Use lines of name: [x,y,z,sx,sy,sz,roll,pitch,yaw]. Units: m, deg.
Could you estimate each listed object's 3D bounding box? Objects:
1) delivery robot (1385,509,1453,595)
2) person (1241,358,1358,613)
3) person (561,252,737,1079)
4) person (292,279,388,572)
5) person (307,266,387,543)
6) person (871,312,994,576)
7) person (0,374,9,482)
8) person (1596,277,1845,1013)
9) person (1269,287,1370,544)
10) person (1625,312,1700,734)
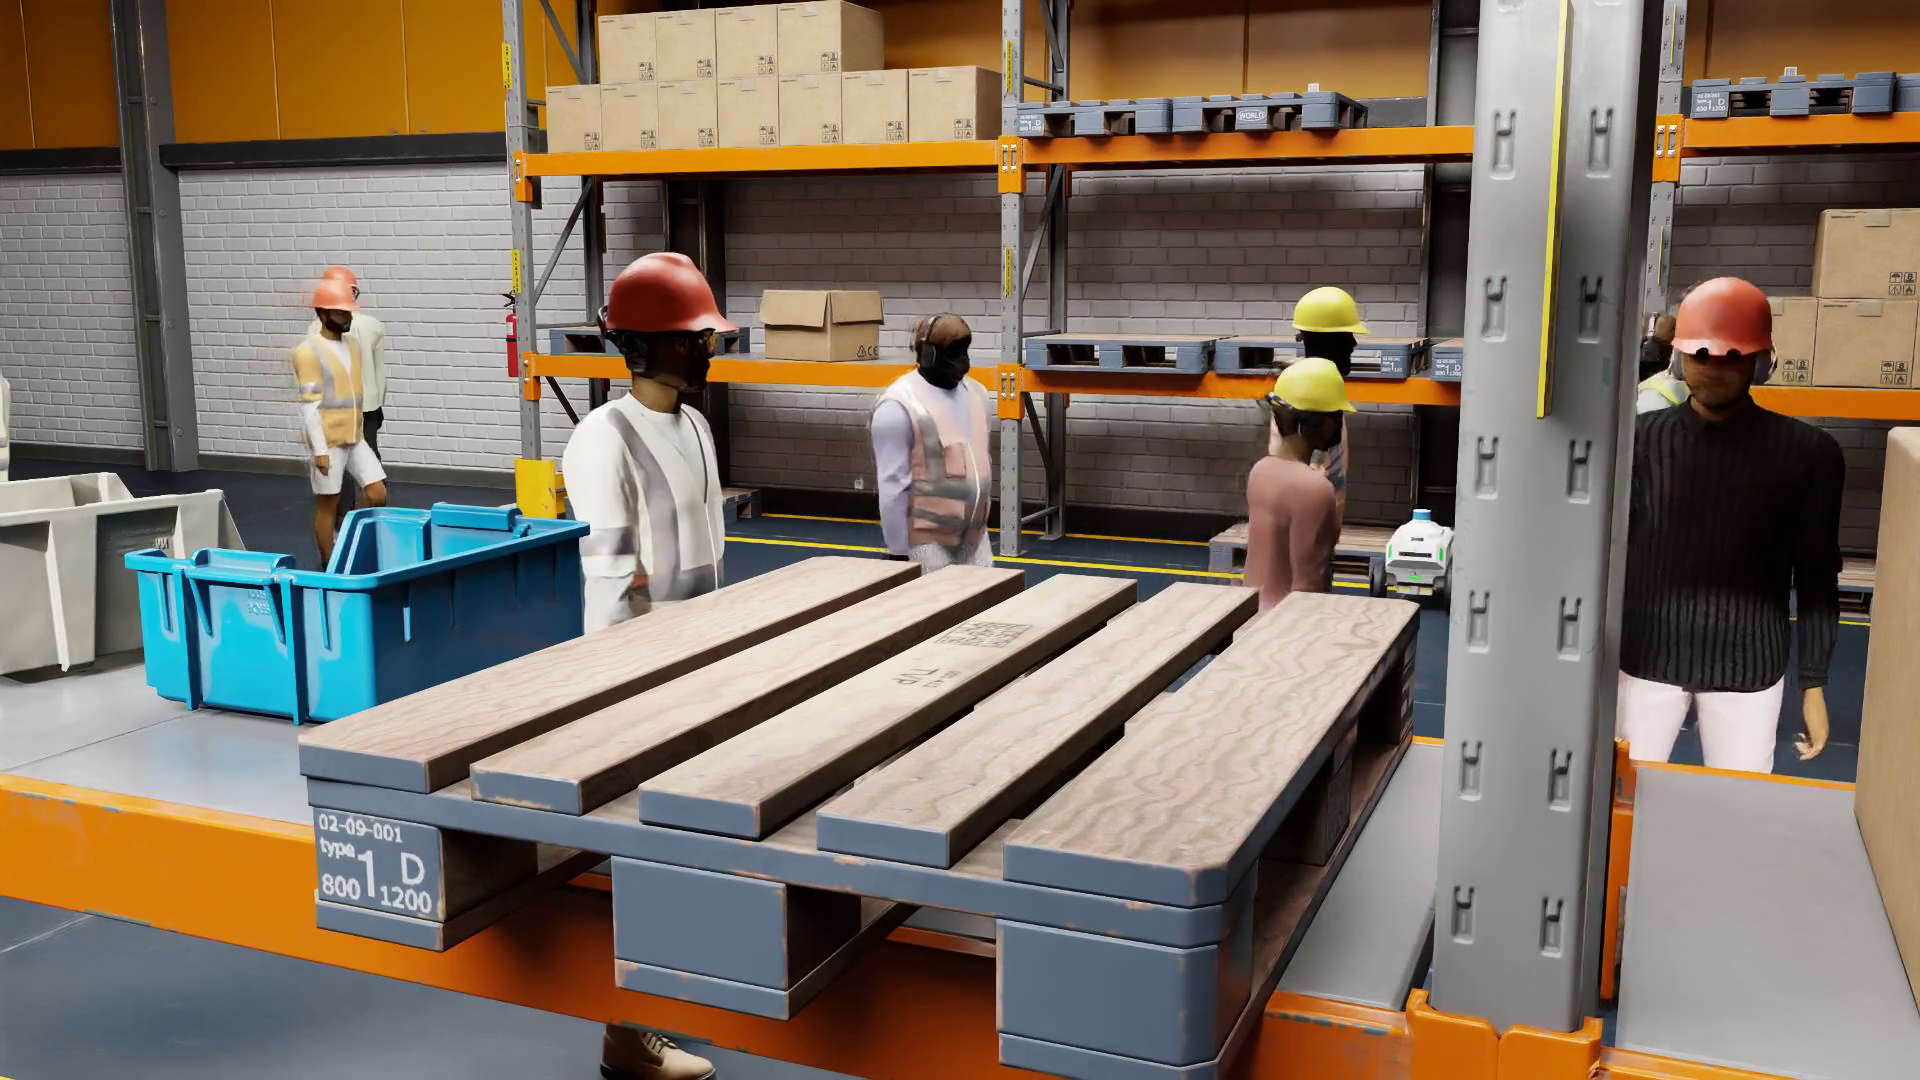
delivery robot: [2.732,0.060,9.876,0.477,0.478,0.707,3,10,19]
person: [1.108,0.297,5.212,0.882,1.718,0.550,-2,10,-14]
person: [-0.726,0.321,4.137,0.389,2.045,0.606,2,10,14]
person: [-3.726,-0.610,10.083,0.544,1.917,0.583,3,10,20]
person: [-4.415,-0.967,12.003,0.375,1.995,0.609,6,11,33]
person: [-0.099,-0.030,6.906,0.463,1.823,0.650,9,13,43]
person: [-4.998,-0.266,8.334,0.403,1.823,0.591,1,10,6]
person: [1.909,0.327,4.316,0.652,1.981,0.427,5,11,29]
person: [1.398,-0.035,6.620,0.388,1.927,0.589,2,10,9]
person: [3.010,-0.073,7.190,0.870,1.818,0.618,4,10,24]
